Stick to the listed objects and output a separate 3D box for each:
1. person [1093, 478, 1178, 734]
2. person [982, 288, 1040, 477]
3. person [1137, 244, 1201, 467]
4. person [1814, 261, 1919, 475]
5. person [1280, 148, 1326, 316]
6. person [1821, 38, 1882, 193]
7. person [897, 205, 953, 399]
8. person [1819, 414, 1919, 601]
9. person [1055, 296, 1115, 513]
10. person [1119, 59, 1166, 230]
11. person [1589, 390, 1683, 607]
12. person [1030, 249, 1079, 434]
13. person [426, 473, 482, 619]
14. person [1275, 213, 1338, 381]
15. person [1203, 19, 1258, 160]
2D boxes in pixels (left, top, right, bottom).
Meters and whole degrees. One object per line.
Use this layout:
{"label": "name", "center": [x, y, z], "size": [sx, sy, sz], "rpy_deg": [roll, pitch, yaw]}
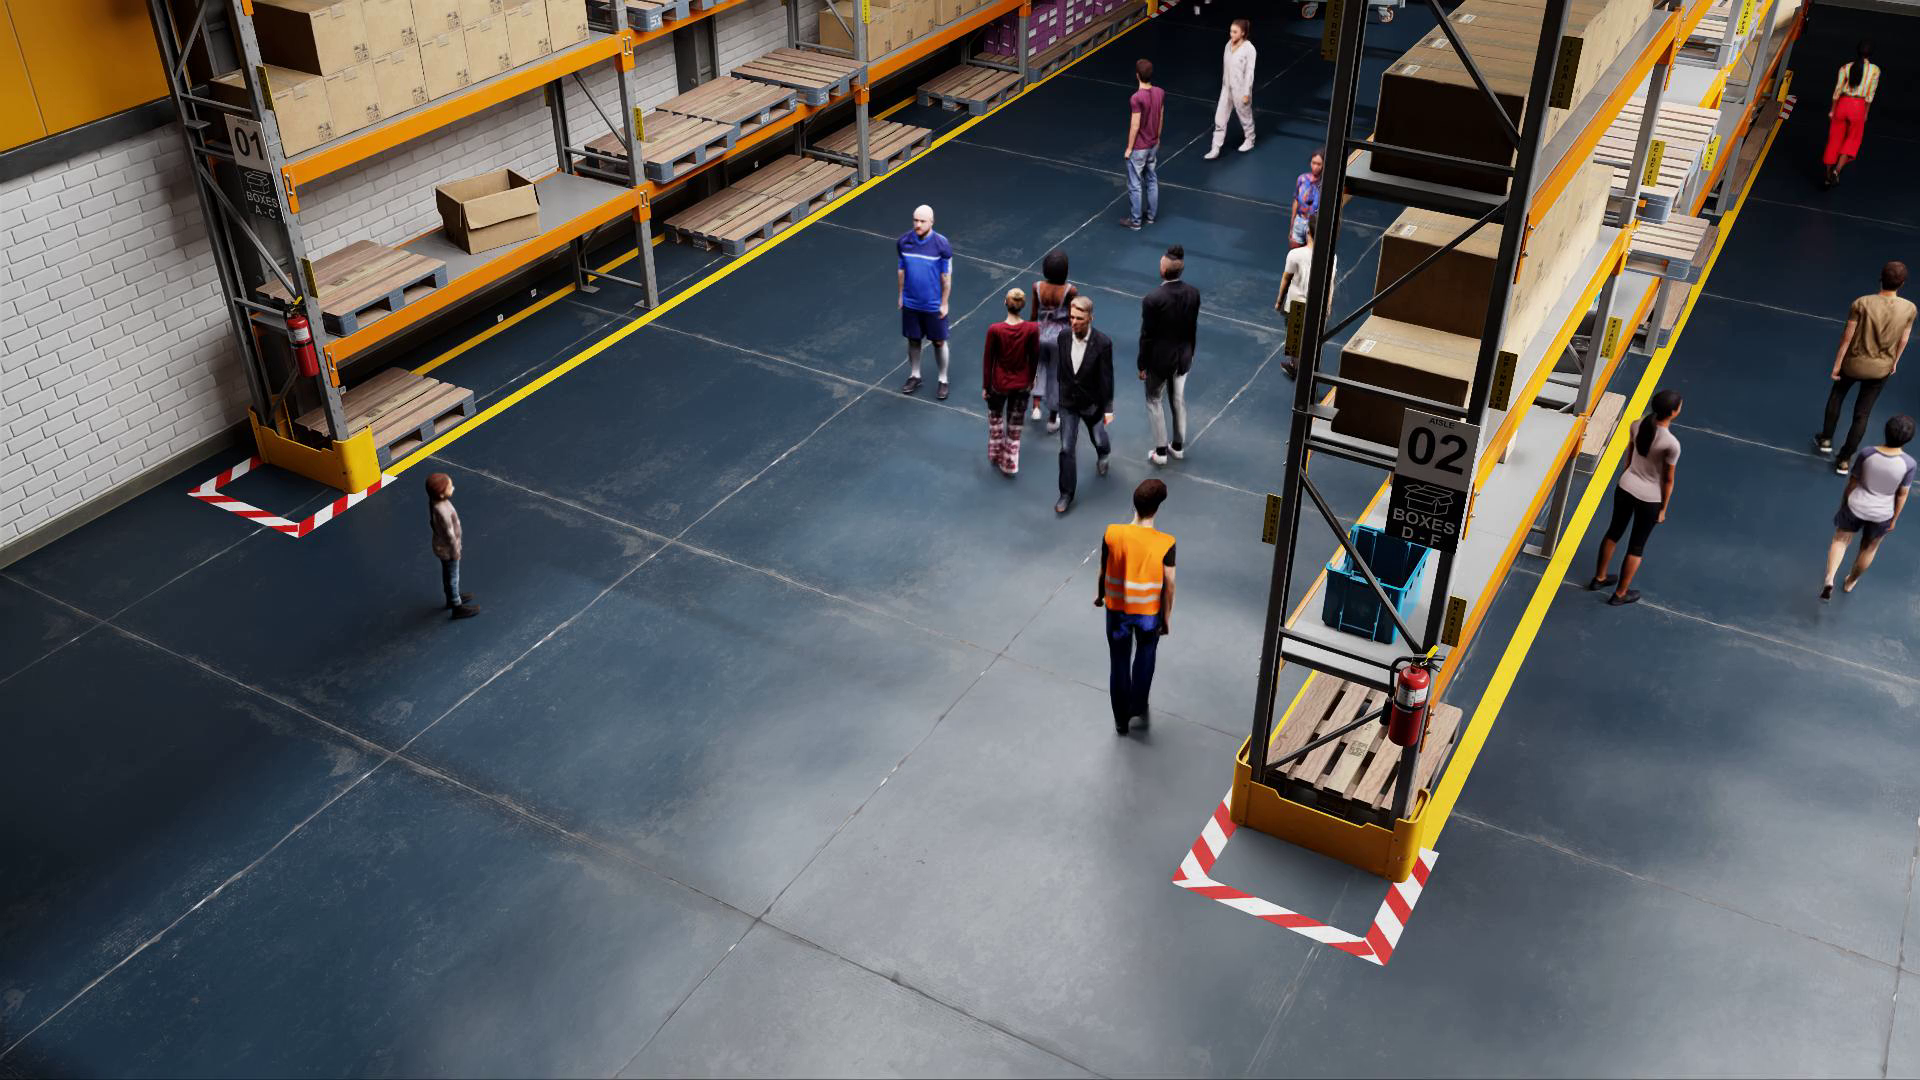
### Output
{"label": "person", "center": [1.134, 0.505, 10.920], "size": [0.808, 1.864, 0.825], "rpy_deg": [4, 34, 6]}
{"label": "person", "center": [0.432, -1.270, 13.748], "size": [0.778, 1.688, 0.823], "rpy_deg": [-5, 34, -7]}
{"label": "person", "center": [1.766, -1.515, 13.892], "size": [0.840, 1.937, 0.934], "rpy_deg": [-16, 37, -23]}
{"label": "person", "center": [7.522, -1.392, 13.804], "size": [0.726, 1.830, 0.874], "rpy_deg": [14, 36, 20]}
{"label": "person", "center": [3.430, -3.009, 16.315], "size": [0.608, 1.744, 0.569], "rpy_deg": [22, 40, 30]}
{"label": "person", "center": [10.128, -4.804, 18.980], "size": [0.583, 1.783, 0.740], "rpy_deg": [18, 38, 25]}
{"label": "person", "center": [-0.307, -2.146, 14.932], "size": [0.709, 1.837, 0.625], "rpy_deg": [11, 35, 16]}
{"label": "person", "center": [6.704, -0.204, 12.273], "size": [0.600, 1.547, 0.871], "rpy_deg": [21, 39, 29]}
{"label": "person", "center": [1.041, -1.179, 13.530], "size": [0.740, 1.778, 1.191], "rpy_deg": [13, 36, 19]}
{"label": "person", "center": [2.006, -4.340, 18.221], "size": [0.593, 1.850, 0.781], "rpy_deg": [-26, 42, -34]}
{"label": "person", "center": [5.005, -0.323, 12.272], "size": [0.687, 1.745, 0.674], "rpy_deg": [-18, 38, -25]}
{"label": "person", "center": [0.789, -1.674, 14.357], "size": [0.627, 1.687, 0.705], "rpy_deg": [12, 35, 17]}
{"label": "person", "center": [-3.782, 0.024, 12.248], "size": [0.581, 1.194, 0.544], "rpy_deg": [-16, 37, -22]}
{"label": "person", "center": [3.117, -2.079, 14.961], "size": [1.059, 1.692, 1.102], "rpy_deg": [-10, 35, -15]}
{"label": "person", "center": [3.403, -5.435, 20.048], "size": [1.116, 1.651, 0.834], "rpy_deg": [-27, 42, -35]}
